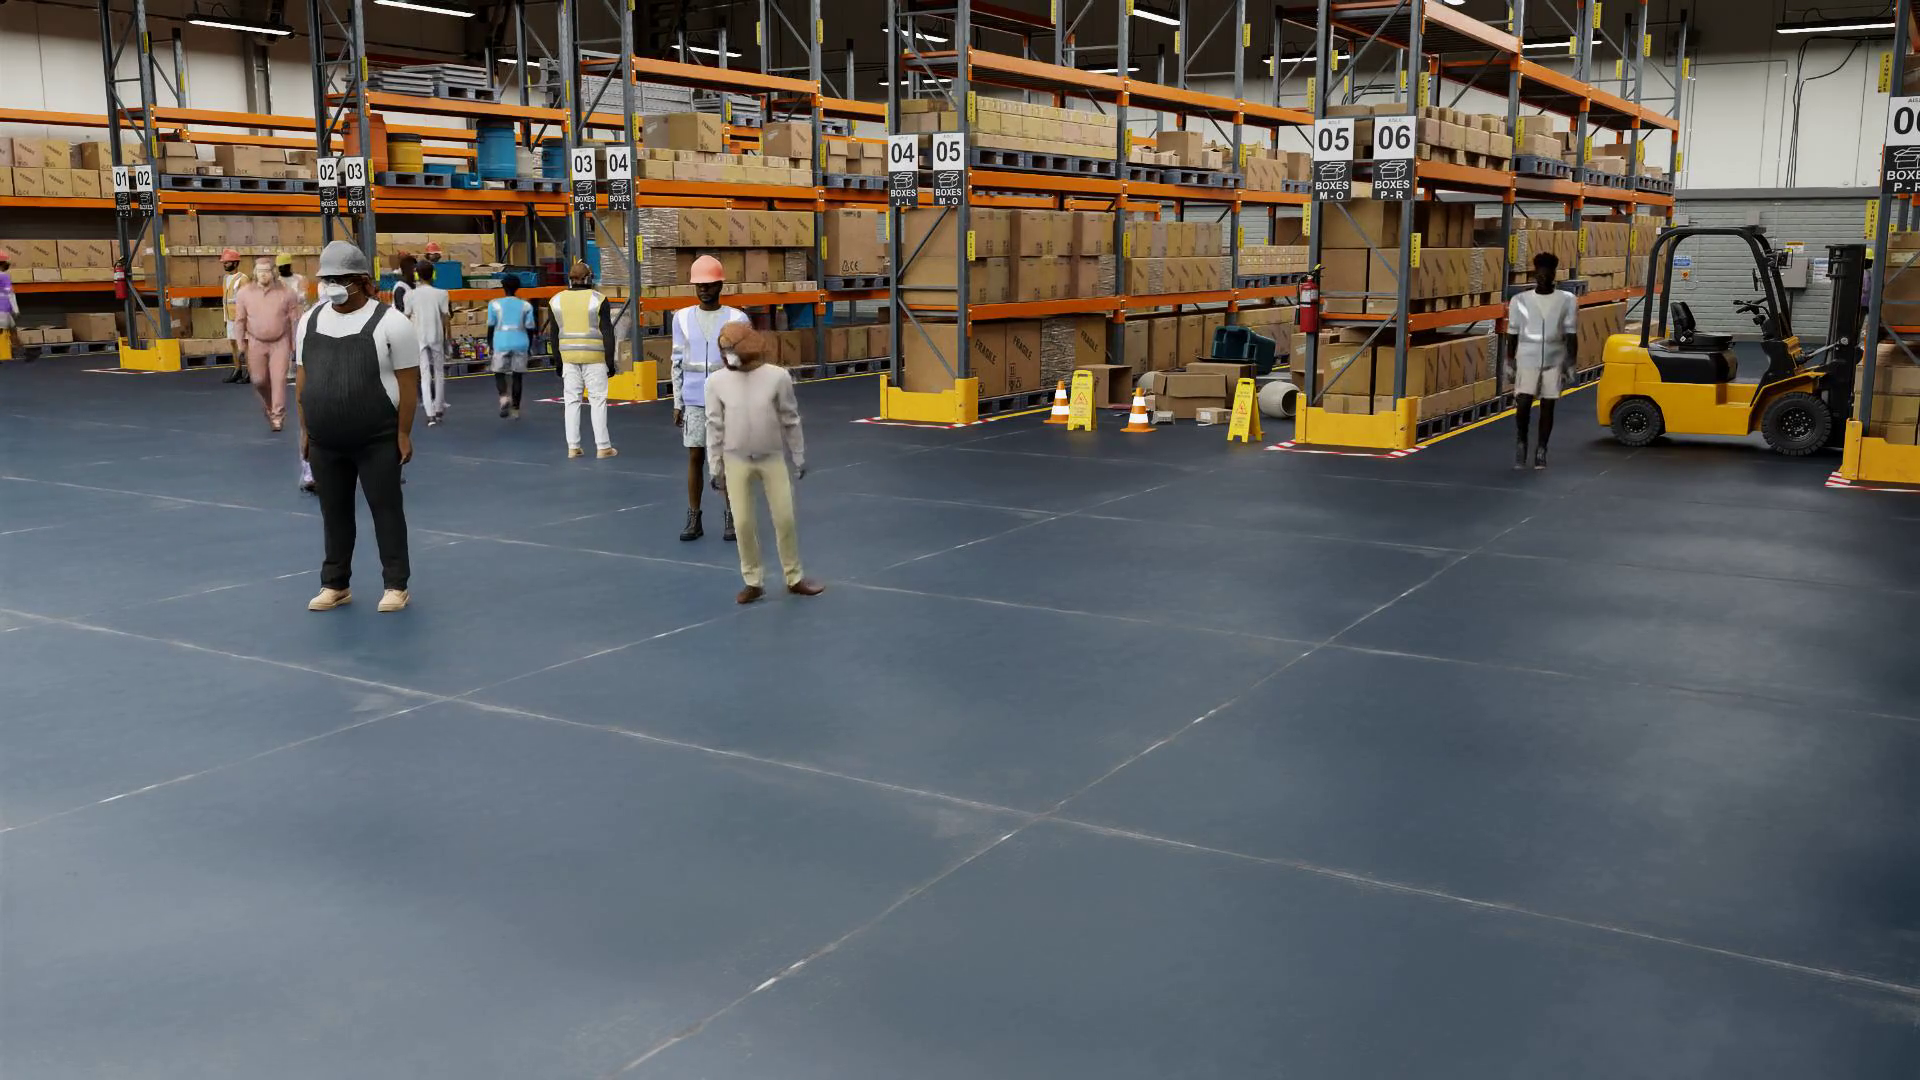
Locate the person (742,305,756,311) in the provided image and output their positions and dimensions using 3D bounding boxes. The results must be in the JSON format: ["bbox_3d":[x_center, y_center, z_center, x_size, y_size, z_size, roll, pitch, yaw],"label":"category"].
[{"bbox_3d":[-4.376,-5.140,34.539,0.605,2.028,0.519,6,12,29],"label":"person"}]

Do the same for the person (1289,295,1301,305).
[{"bbox_3d":[7.022,-4.970,34.301,0.975,1.779,0.682,-6,12,-32],"label":"person"}]

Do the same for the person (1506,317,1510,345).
[{"bbox_3d":[10.968,-4.889,33.260,0.620,1.973,0.487,4,11,22],"label":"person"}]

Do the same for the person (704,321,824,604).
[{"bbox_3d":[-1.115,-0.424,9.304,0.606,1.596,0.414,-1,10,-6],"label":"person"}]

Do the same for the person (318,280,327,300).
[{"bbox_3d":[-6.945,-2.260,18.631,0.356,1.938,0.638,3,11,16],"label":"person"}]

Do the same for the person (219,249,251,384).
[{"bbox_3d":[-10.473,-3.225,24.043,0.546,1.938,0.361,6,12,30],"label":"person"}]

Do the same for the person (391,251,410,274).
[{"bbox_3d":[-9.392,-3.946,28.239,0.573,1.883,0.356,6,12,30],"label":"person"}]

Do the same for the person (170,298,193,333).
[{"bbox_3d":[-13.978,-4.270,29.935,0.549,1.924,0.683,7,12,33],"label":"person"}]

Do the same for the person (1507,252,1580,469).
[{"bbox_3d":[5.186,-1.579,14.818,0.614,1.944,0.590,3,11,16],"label":"person"}]

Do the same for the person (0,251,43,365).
[{"bbox_3d":[-15.926,-3.871,27.796,0.567,1.883,1.011,8,13,36],"label":"person"}]

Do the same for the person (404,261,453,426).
[{"bbox_3d":[-5.984,-2.209,18.689,0.538,1.816,1.018,-3,11,-16],"label":"person"}]

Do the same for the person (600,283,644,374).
[{"bbox_3d":[-4.804,-3.086,23.571,0.596,1.834,1.006,5,11,25],"label":"person"}]

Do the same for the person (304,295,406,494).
[{"bbox_3d":[-4.994,-1.306,13.524,0.654,1.866,0.971,4,11,22],"label":"person"}]

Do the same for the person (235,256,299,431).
[{"bbox_3d":[-7.530,-2.143,18.137,0.650,1.881,0.726,-3,11,-17],"label":"person"}]

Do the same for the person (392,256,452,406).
[{"bbox_3d":[-6.877,-2.555,20.519,0.981,1.884,0.609,0,10,0],"label":"person"}]

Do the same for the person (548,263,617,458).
[{"bbox_3d":[-3.538,-1.683,15.693,0.621,1.838,0.429,2,10,9],"label":"person"}]

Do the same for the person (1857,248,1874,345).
[{"bbox_3d":[15.923,-4.177,29.402,0.584,1.928,0.374,-8,13,-37],"label":"person"}]

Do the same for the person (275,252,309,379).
[{"bbox_3d":[-9.903,-3.355,24.896,0.639,1.889,0.862,4,11,23],"label":"person"}]

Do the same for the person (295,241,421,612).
[{"bbox_3d":[-3.335,-0.613,9.121,0.687,2.000,0.538,1,10,5],"label":"person"}]

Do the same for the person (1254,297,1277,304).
[{"bbox_3d":[6.109,-4.851,33.476,0.634,1.812,0.767,10,14,43],"label":"person"}]

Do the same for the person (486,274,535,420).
[{"bbox_3d":[-5.119,-2.193,18.988,0.563,1.671,0.447,-4,11,-23],"label":"person"}]

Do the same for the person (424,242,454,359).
[{"bbox_3d":[-8.422,-3.757,26.724,0.374,2.043,0.613,9,14,43],"label":"person"}]

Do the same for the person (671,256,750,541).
[{"bbox_3d":[-1.696,-0.955,11.326,0.543,1.939,0.356,0,10,1],"label":"person"}]

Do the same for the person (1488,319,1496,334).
[{"bbox_3d":[10.912,-4.978,33.862,0.372,1.940,0.629,-3,11,-16],"label":"person"}]
